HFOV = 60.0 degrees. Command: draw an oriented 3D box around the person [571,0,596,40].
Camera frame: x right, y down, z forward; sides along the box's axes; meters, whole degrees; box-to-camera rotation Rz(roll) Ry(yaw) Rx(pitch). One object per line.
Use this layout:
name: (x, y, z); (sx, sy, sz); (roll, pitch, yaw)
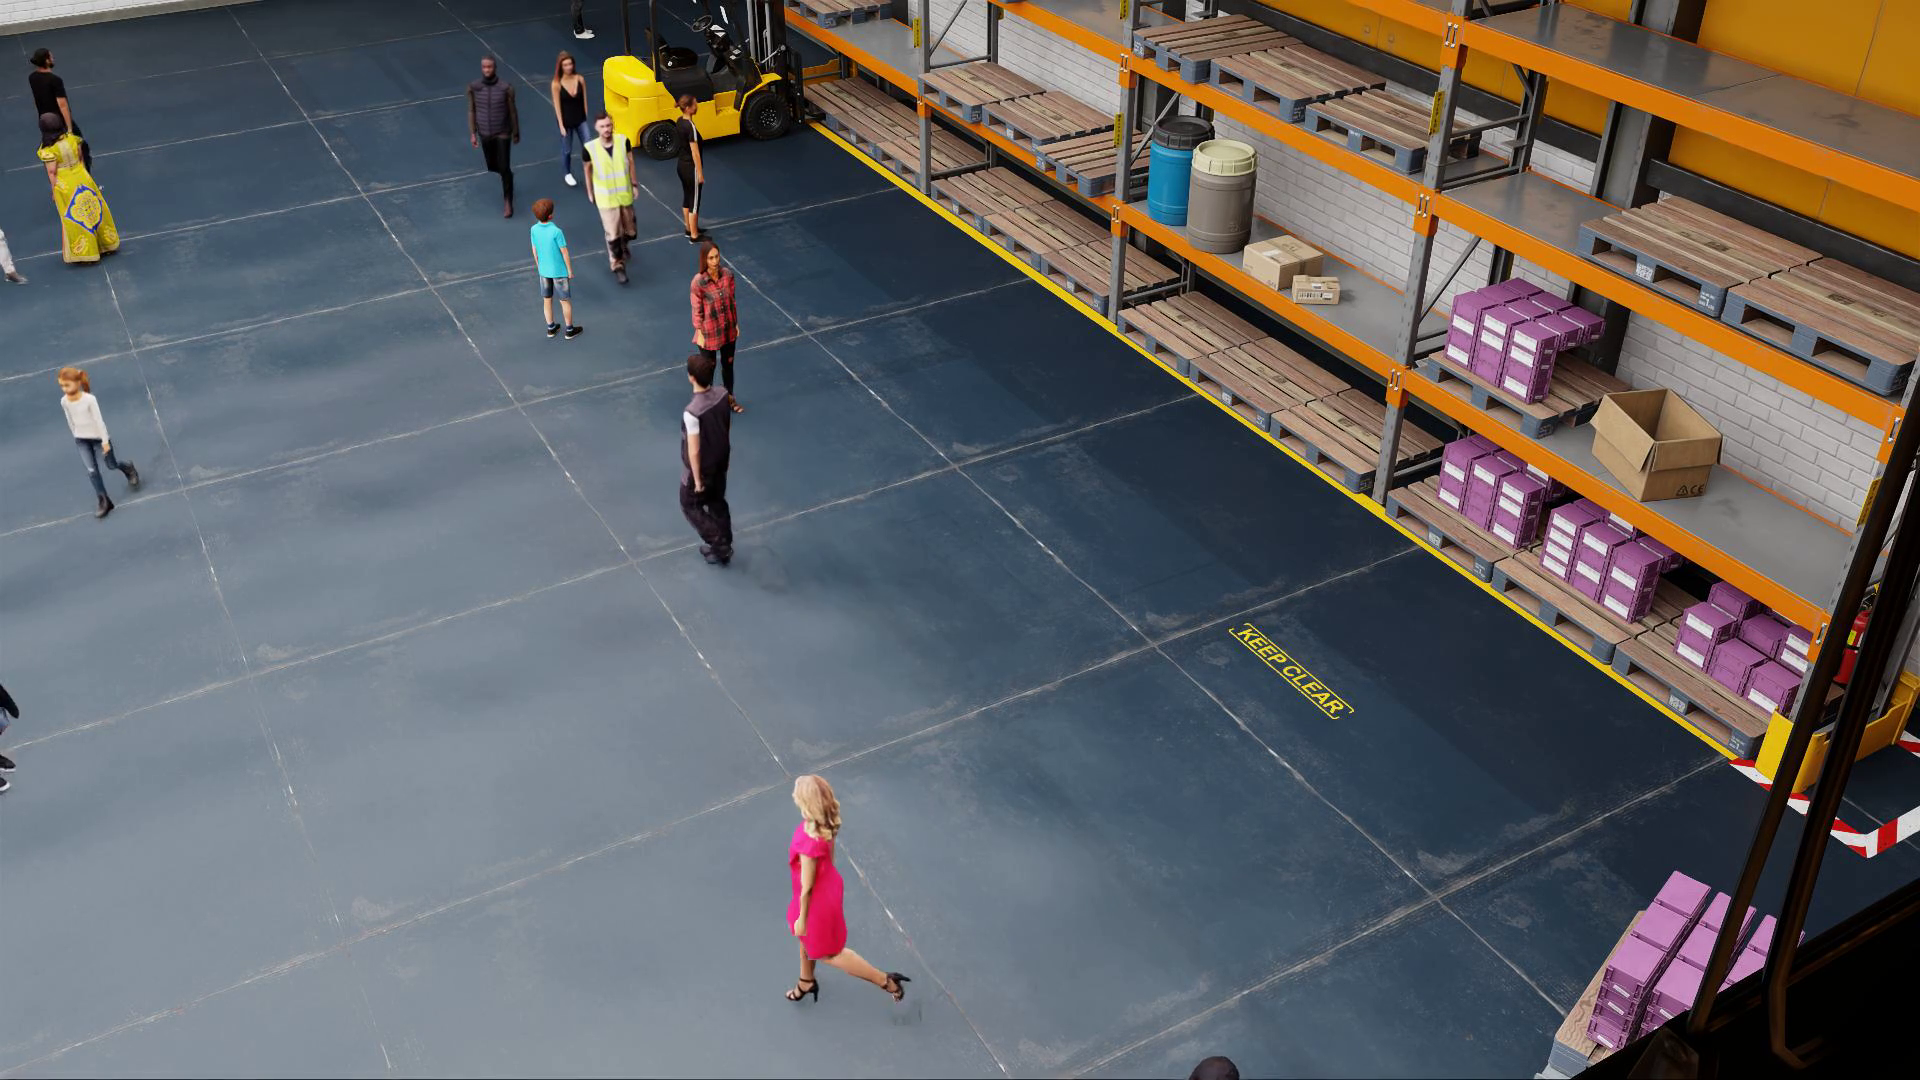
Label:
person: (-5.724, -8.393, 24.681); (0.778, 1.807, 0.605); (-6, 34, -10)

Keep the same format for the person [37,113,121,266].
person: (-9.560, -3.798, 17.900); (1.036, 1.660, 1.003); (13, 36, 18)

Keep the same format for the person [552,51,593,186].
person: (-4.591, -4.908, 19.566); (0.594, 1.664, 1.080); (-19, 38, -26)

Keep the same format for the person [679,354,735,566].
person: (-1.888, -0.576, 12.895); (0.831, 1.836, 0.791); (20, 39, 28)

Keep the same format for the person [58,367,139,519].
person: (-7.156, -0.860, 13.805); (0.743, 1.300, 0.907); (1, 34, 2)

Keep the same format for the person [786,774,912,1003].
person: (-0.684, 1.996, 9.143); (0.980, 1.705, 0.994); (3, 34, 5)

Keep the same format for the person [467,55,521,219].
person: (-5.306, -4.665, 19.069); (1.053, 1.811, 1.211); (1, 34, 1)

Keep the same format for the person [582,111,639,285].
person: (-3.655, -3.646, 17.517); (0.695, 1.832, 0.914); (-16, 37, -23)

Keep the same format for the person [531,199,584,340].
person: (-4.022, -2.685, 16.417); (0.588, 1.449, 0.653); (10, 35, 14)

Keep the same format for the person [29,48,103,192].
person: (-10.535, -4.789, 19.318); (0.772, 1.742, 0.834); (8, 34, 12)

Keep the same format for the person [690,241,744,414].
person: (-2.195, -1.894, 14.997); (0.654, 1.703, 0.608); (-26, 41, -33)

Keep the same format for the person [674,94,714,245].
person: (-2.984, -4.104, 18.353); (0.643, 1.668, 0.462); (-16, 37, -23)
